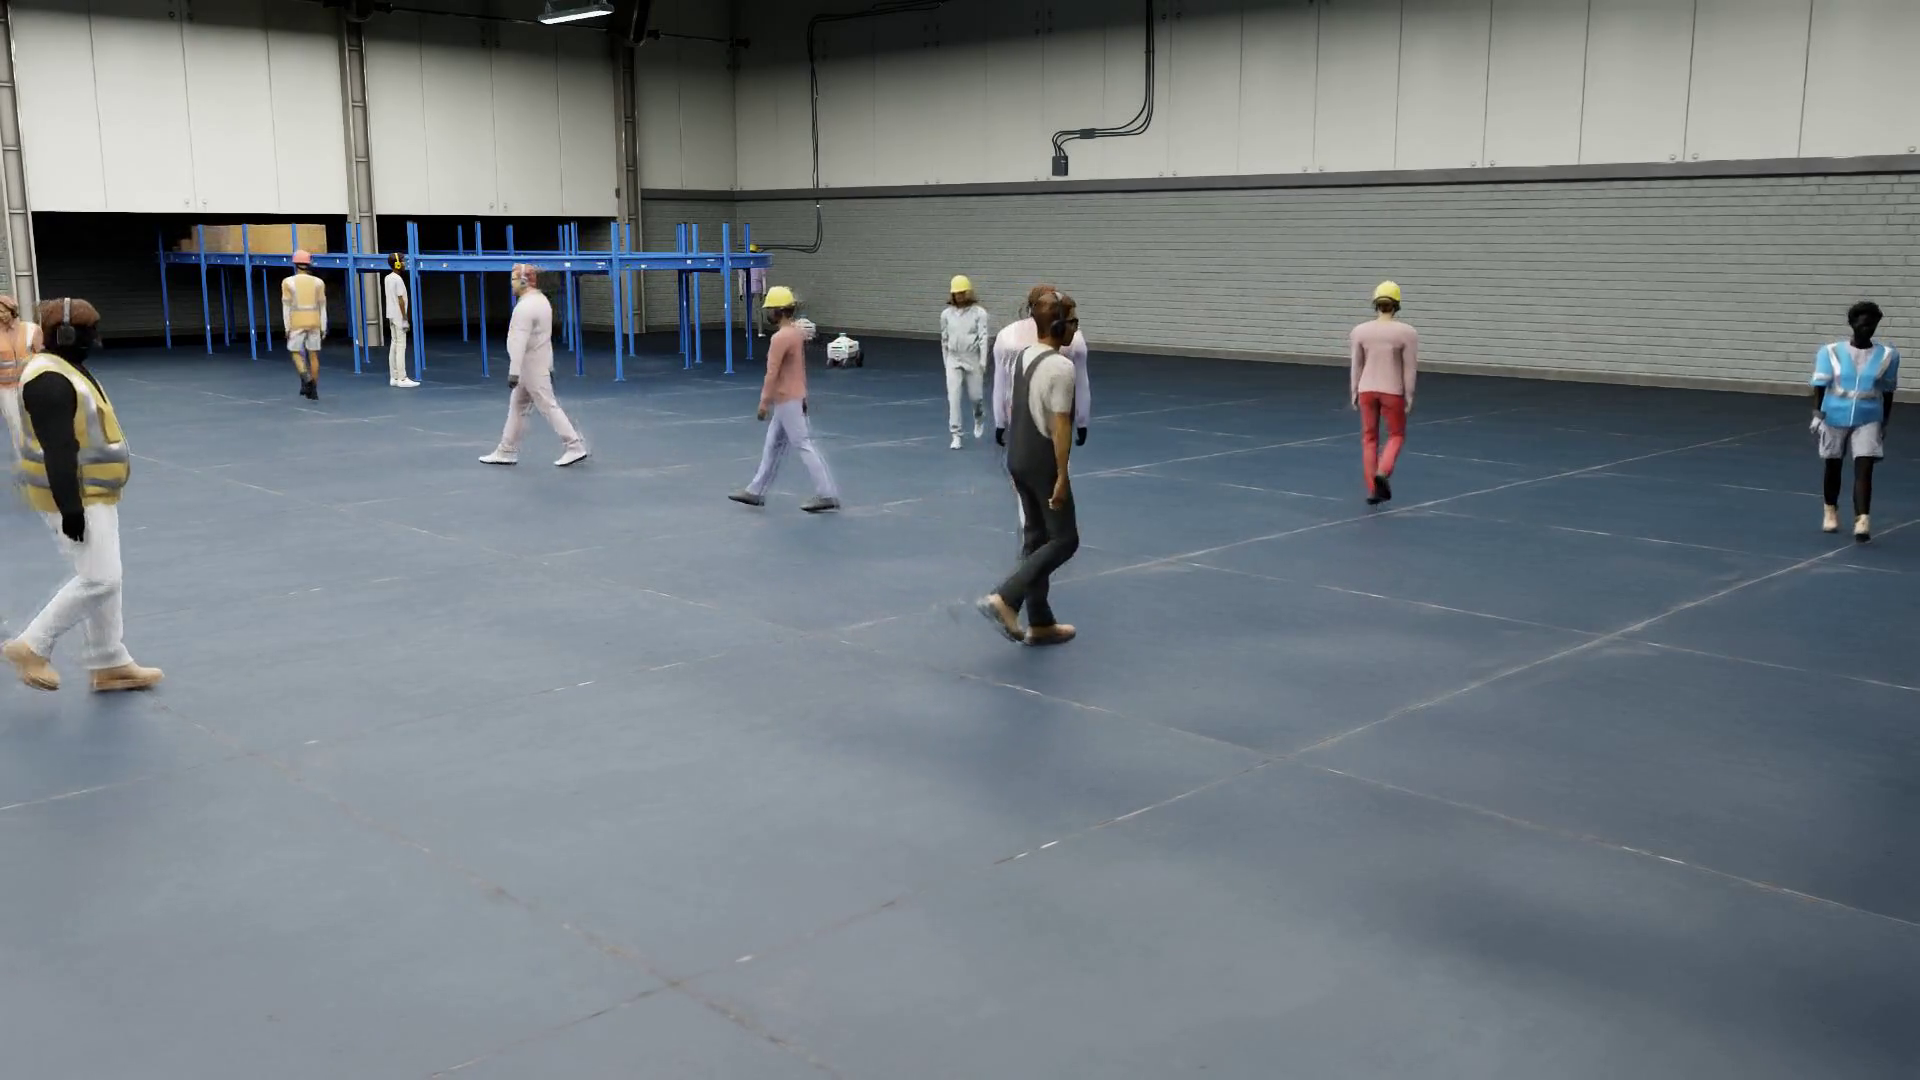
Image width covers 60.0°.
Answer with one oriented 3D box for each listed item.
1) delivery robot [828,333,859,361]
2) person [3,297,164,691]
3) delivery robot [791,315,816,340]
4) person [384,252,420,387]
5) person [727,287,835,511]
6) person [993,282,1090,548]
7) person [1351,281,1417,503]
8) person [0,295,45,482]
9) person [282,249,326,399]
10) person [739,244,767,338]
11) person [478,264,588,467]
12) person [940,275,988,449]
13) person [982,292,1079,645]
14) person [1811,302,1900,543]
[{"bbox_3d":[-1.883,-3.093,26.811,0.477,0.478,0.707,2,11,13],"label":"delivery robot"},{"bbox_3d":[-4.050,-0.188,7.616,0.538,1.830,0.648,-3,11,-17],"label":"person"},{"bbox_3d":[-3.083,-4.174,32.702,0.477,0.478,0.707,-4,11,-21],"label":"delivery robot"},{"bbox_3d":[-7.894,-3.103,23.410,0.327,1.874,0.518,-9,14,-40],"label":"person"},{"bbox_3d":[-1.369,-1.083,12.799,0.902,1.712,0.542,2,11,10],"label":"person"},{"bbox_3d":[0.526,-0.786,10.979,0.642,1.816,0.830,2,11,11],"label":"person"},{"bbox_3d":[3.309,-1.150,13.080,0.528,1.758,0.484,6,12,29],"label":"person"},{"bbox_3d":[-8.272,-1.353,14.584,0.512,1.603,0.808,-7,12,-33],"label":"person"},{"bbox_3d":[-8.472,-2.787,21.540,0.546,1.926,0.507,-7,12,-33],"label":"person"},{"bbox_3d":[-4.287,-5.155,34.471,0.584,1.918,0.376,0,10,-1],"label":"person"},{"bbox_3d":[-3.930,-1.600,15.271,1.016,1.859,0.659,-1,10,-4],"label":"person"},{"bbox_3d":[0.053,-1.807,16.756,0.490,1.718,0.665,2,11,9],"label":"person"},{"bbox_3d":[0.368,-0.344,8.496,0.533,1.833,0.523,-6,12,-29],"label":"person"},{"bbox_3d":[6.227,-0.831,11.619,0.538,1.648,0.883,5,11,25],"label":"person"}]
